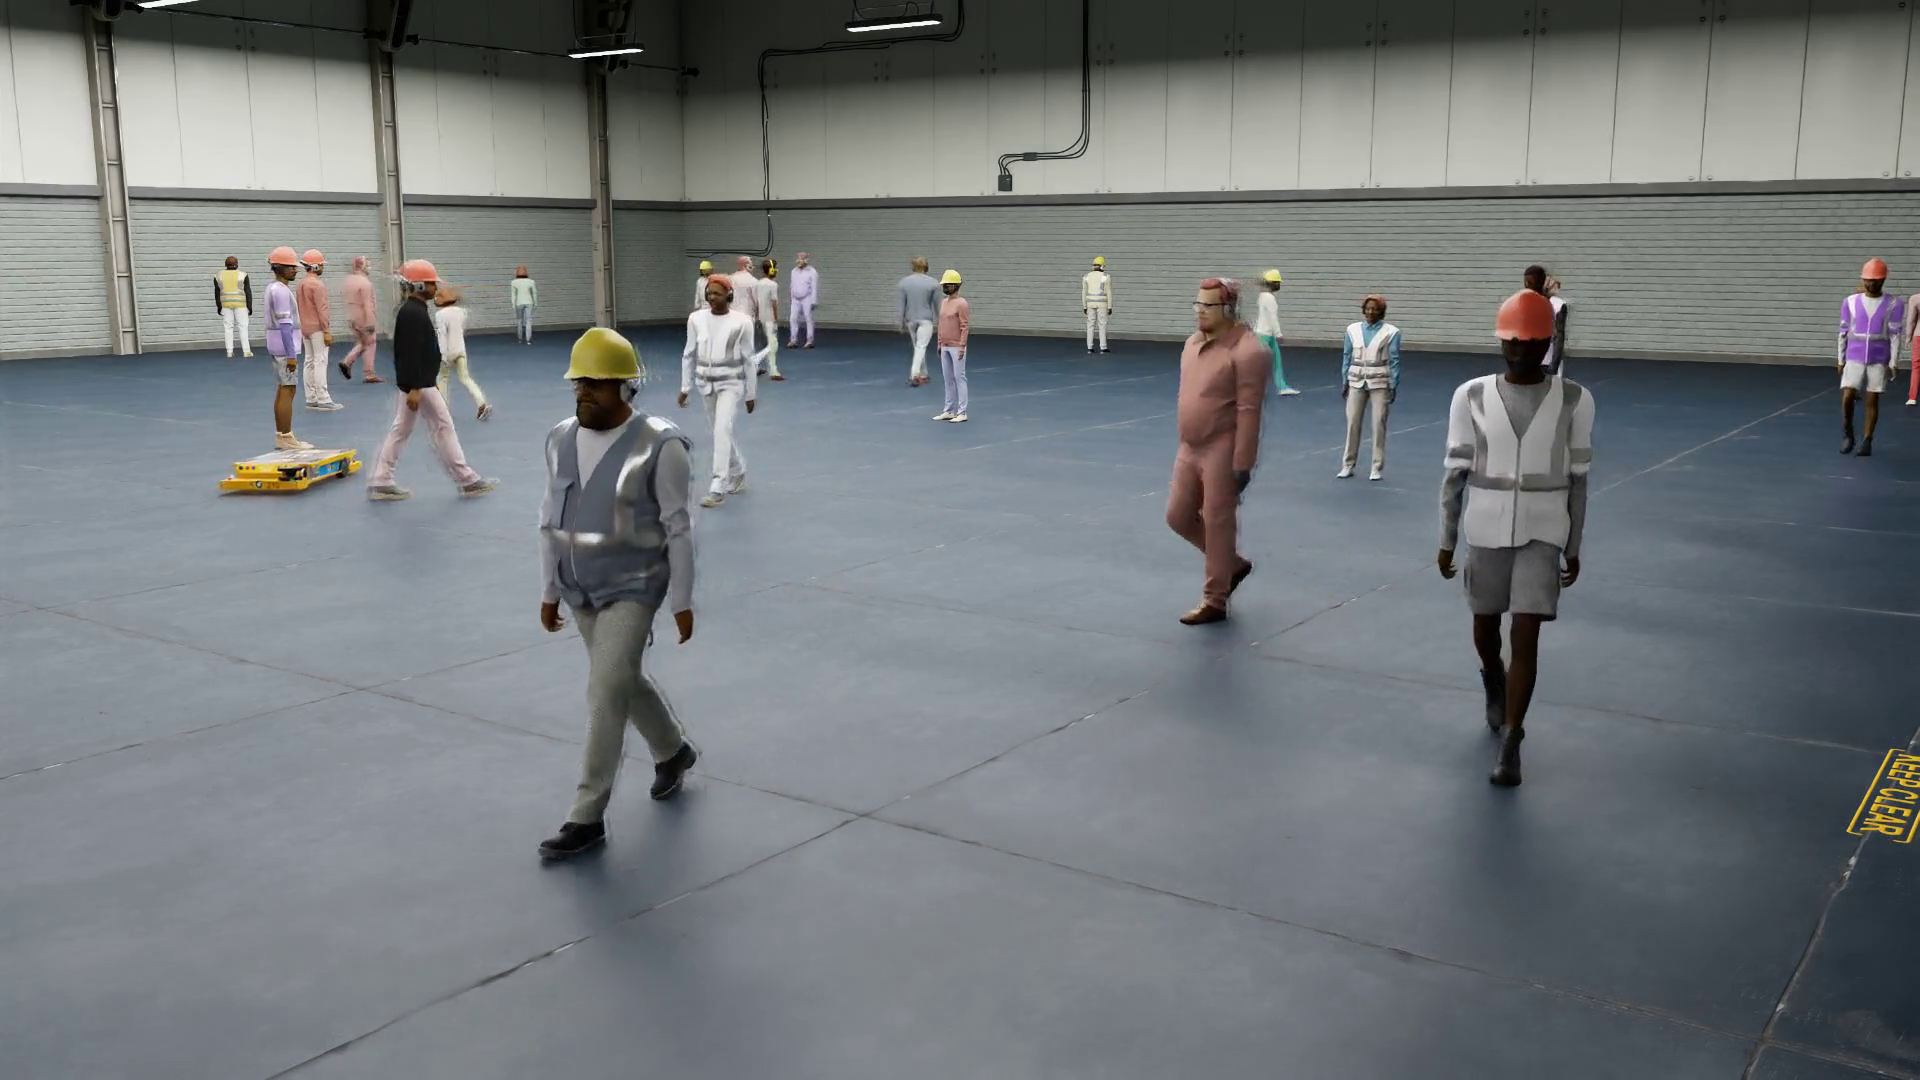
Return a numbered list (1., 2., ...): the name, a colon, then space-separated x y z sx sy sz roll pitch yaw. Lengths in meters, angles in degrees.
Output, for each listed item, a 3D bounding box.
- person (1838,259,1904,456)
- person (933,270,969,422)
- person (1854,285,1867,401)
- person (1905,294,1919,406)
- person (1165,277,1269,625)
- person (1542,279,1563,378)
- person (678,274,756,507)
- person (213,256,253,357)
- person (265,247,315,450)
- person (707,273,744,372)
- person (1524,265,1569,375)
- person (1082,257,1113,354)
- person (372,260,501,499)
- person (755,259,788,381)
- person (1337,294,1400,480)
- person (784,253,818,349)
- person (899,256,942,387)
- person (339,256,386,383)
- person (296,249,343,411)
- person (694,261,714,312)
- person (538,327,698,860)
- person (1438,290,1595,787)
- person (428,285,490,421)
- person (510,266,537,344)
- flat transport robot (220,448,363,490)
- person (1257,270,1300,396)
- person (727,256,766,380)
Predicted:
1. person: 8.839 -1.760 16.186 0.554 1.918 0.484 7 12 34
2. person: -0.096 -2.255 19.389 0.309 1.769 0.525 -7 12 -35
3. person: 11.785 -2.589 21.755 0.510 1.600 0.684 7 12 35
4. person: 12.363 -2.579 21.227 0.523 1.762 0.328 5 11 25
5. person: 1.414 -0.487 9.122 0.482 1.891 0.669 -5 11 -28
6. person: 7.534 -2.520 21.307 0.536 1.617 0.667 -4 11 -23
7. person: -1.915 -1.232 13.473 0.585 1.846 0.966 4 11 21
8. person: -13.280 -4.268 30.450 0.636 1.842 0.429 -2 10 -10
9. person: -6.685 -1.888 16.559 0.382 2.039 0.615 -6 12 -30
10. person: -3.754 -3.389 26.157 0.794 1.608 0.519 5 11 28
11. person: 5.472 -1.667 15.804 0.591 1.877 0.961 8 13 39
12. person: 2.603 -4.417 31.350 0.596 1.819 0.403 6 12 29
13. person: -4.342 -1.291 13.506 1.017 1.939 0.641 -5 11 -24
14. person: -2.923 -3.280 24.946 0.725 1.843 0.516 -8 13 -37
15. person: 3.607 -1.338 14.635 0.523 1.634 0.322 7 12 34
16. person: -3.150 -4.685 32.653 0.673 1.881 0.785 6 12 30
17. person: -0.585 -3.194 24.305 0.647 1.897 1.010 3 11 18
18. person: -8.909 -3.267 24.704 0.670 1.889 0.532 10 14 43
19. person: -8.014 -2.607 20.717 0.611 1.996 0.378 9 14 42
20. person: -4.939 -4.525 32.204 0.514 1.717 0.685 6 12 28
21. person: -1.211 0.139 5.895 0.599 1.794 0.919 6 12 29
22. person: 2.216 -0.049 6.664 0.556 1.906 0.912 4 11 21
23. person: -5.898 -2.187 19.470 0.787 1.597 0.489 5 11 27
24. person: -9.050 -4.873 34.520 0.506 1.619 0.581 -2 10 -12
25. flat transport robot: -5.792 -0.629 14.469 0.652 0.197 1.431 0 10 1
26. person: 4.148 -2.795 22.557 0.917 1.722 0.536 1 10 8
27. person: -3.205 -3.382 25.419 0.656 1.865 0.937 10 14 44
